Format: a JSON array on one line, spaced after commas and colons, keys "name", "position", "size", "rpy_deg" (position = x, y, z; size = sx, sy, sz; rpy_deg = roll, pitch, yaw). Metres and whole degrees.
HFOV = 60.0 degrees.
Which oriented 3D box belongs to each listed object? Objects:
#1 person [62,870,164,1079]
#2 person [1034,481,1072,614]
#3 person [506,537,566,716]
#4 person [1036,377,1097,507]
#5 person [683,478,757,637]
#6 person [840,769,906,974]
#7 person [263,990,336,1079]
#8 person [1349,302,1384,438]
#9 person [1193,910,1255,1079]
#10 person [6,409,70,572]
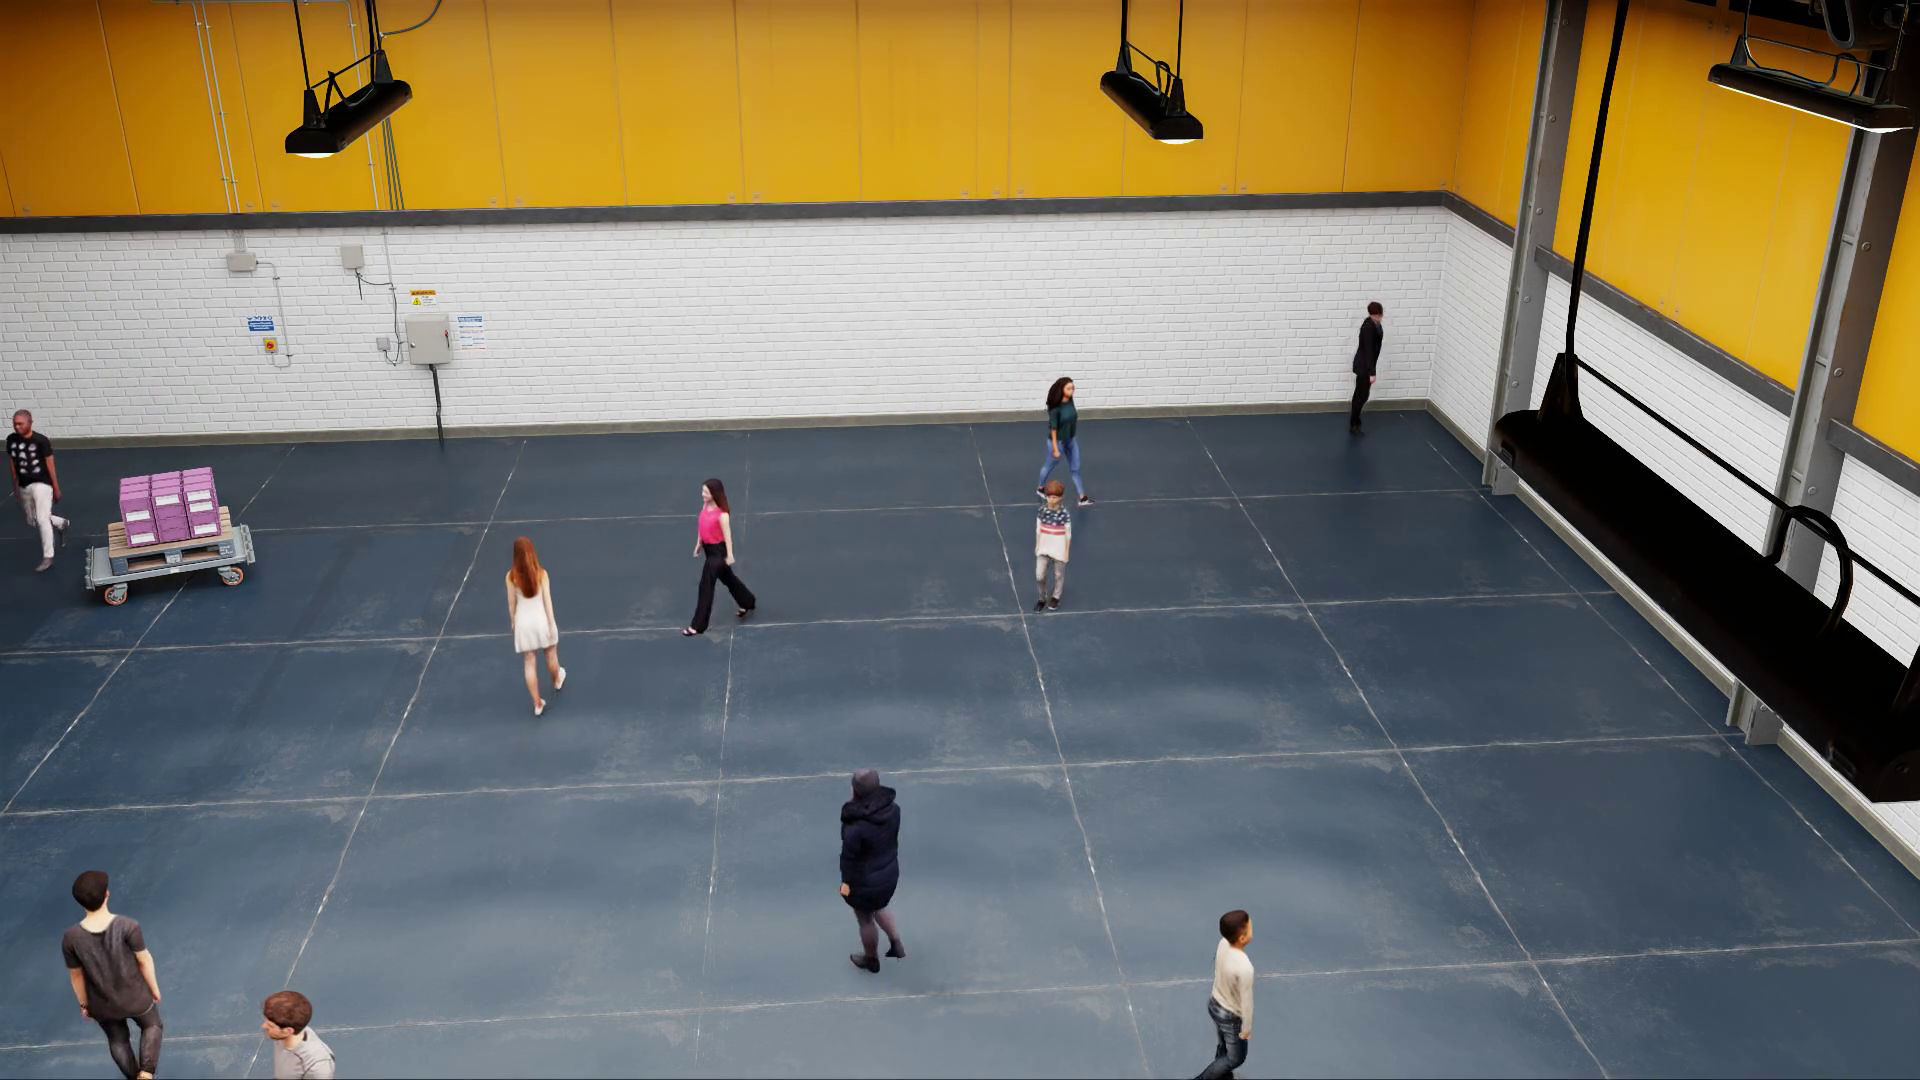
[{"name": "person", "position": [-5.287, 2.864, 10.432], "size": [0.714, 1.707, 0.836], "rpy_deg": [-7, 24, -15]}, {"name": "person", "position": [0.980, 0.039, 17.240], "size": [0.657, 1.430, 0.724], "rpy_deg": [7, 25, 16]}, {"name": "person", "position": [-3.904, 0.810, 15.156], "size": [0.587, 1.688, 0.921], "rpy_deg": [-1, 24, -2]}, {"name": "person", "position": [1.146, -1.173, 19.836], "size": [1.042, 1.571, 1.152], "rpy_deg": [-22, 32, -40]}, {"name": "person", "position": [-2.388, 0.141, 16.771], "size": [0.941, 1.618, 1.109], "rpy_deg": [-13, 27, -27]}, {"name": "person", "position": [-0.572, 2.352, 11.652], "size": [0.886, 1.667, 0.821], "rpy_deg": [16, 28, 31]}, {"name": "person", "position": [-3.595, 3.270, 9.269], "size": [0.714, 1.894, 0.787], "rpy_deg": [21, 31, 39]}, {"name": "person", "position": [5.382, -2.337, 22.157], "size": [0.975, 1.845, 0.691], "rpy_deg": [0, 24, 1]}, {"name": "person", "position": [1.643, 2.983, 10.475], "size": [0.747, 1.453, 0.816], "rpy_deg": [-9, 25, -19]}, {"name": "person", "position": [-10.078, -0.598, 18.260], "size": [0.791, 1.781, 1.085], "rpy_deg": [3, 24, 6]}]
